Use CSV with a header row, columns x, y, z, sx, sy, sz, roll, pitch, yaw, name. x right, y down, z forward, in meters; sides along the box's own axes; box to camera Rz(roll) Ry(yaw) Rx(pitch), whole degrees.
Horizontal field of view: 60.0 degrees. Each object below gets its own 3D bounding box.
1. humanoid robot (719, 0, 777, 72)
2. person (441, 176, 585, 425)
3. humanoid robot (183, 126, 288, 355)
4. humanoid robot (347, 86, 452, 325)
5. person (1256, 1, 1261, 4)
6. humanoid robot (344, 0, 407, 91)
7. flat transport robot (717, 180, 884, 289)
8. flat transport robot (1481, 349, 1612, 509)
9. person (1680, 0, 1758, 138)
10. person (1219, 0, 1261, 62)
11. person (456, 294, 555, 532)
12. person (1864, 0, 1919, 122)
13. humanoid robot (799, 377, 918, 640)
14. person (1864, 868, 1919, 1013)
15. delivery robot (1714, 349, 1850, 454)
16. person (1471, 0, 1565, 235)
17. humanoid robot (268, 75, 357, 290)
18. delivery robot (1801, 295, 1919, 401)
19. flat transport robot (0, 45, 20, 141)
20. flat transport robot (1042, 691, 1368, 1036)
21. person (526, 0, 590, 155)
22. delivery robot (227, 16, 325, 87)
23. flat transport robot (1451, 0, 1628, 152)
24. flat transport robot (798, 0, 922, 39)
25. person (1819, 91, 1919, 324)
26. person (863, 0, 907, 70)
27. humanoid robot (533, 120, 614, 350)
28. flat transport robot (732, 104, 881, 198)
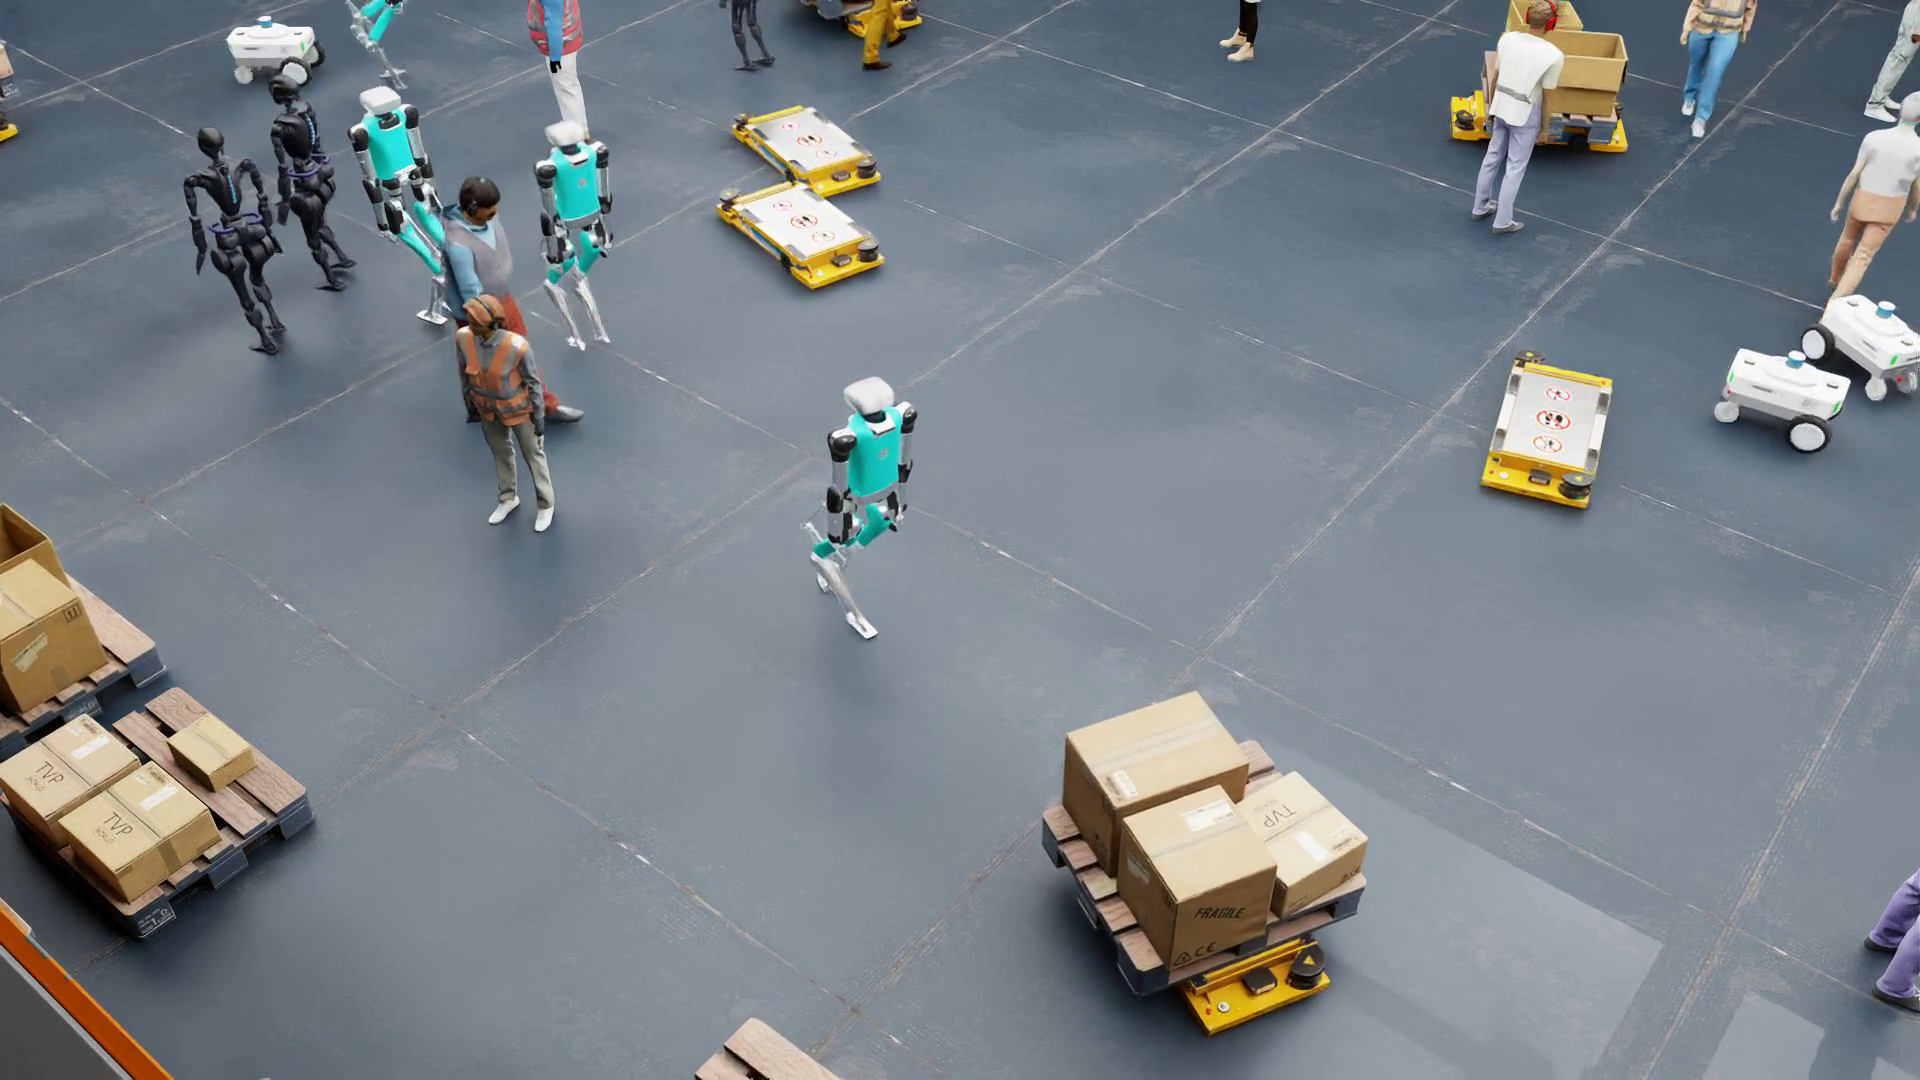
x,y,z,sx,sy,sz,roll,pitch,yaw,name
-1.916,-5.023,14.916,0.397,1.650,0.612,16,43,18,humanoid robot
-2.952,-1.502,10.634,0.941,1.820,0.554,14,42,16,person
-4.963,-2.043,11.393,0.342,1.651,0.603,32,50,32,humanoid robot
-3.713,-2.255,11.536,0.707,1.726,0.531,26,47,27,humanoid robot
3.040,-6.148,16.089,0.575,1.850,0.846,1,40,1,person
-5.152,-4.834,14.643,0.774,1.775,0.558,-12,42,-14,humanoid robot
-1.254,-2.411,12.915,0.659,0.231,1.431,-25,46,-27,flat transport robot
3.889,-0.751,10.961,0.659,0.231,1.431,15,43,17,flat transport robot
6.376,-4.296,14.034,0.517,1.673,0.811,16,43,18,person
2.621,-5.211,15.104,0.318,1.696,0.534,-3,40,-4,person
-2.702,-0.761,9.916,0.514,1.636,0.313,12,42,13,person
8.187,-4.429,14.160,0.340,1.735,0.485,18,44,20,person
-0.647,-0.206,9.254,0.546,1.863,0.830,-28,48,-29,humanoid robot
4.424,1.358,7.275,0.391,1.836,0.559,11,42,12,person
5.465,-0.960,10.998,0.805,0.609,0.499,22,45,24,delivery robot
4.224,-3.206,12.644,0.396,1.836,0.558,-23,46,-25,person
-4.715,-2.550,11.992,0.320,1.653,0.602,8,41,9,humanoid robot
6.277,-1.371,11.477,0.499,0.602,0.801,-12,42,-14,delivery robot
-8.884,-3.602,14.316,1.431,0.231,0.659,20,44,22,flat transport robot
1.134,1.691,8.088,0.659,0.231,1.431,-16,43,-18,flat transport robot
-3.307,-4.077,13.672,0.429,1.830,0.637,-5,41,-6,person
-6.199,-4.440,15.091,0.797,0.608,0.499,0,40,0,delivery robot
4.985,-3.619,14.335,1.431,0.231,0.659,7,41,8,flat transport robot
-1.039,-5.305,16.319,0.659,0.231,1.431,-24,46,-26,flat transport robot
6.534,-2.403,11.792,0.490,1.699,0.875,31,49,31,person
-0.681,-5.174,15.064,0.554,1.697,0.793,29,48,30,person
-2.691,-2.079,11.395,0.541,1.799,0.680,-31,49,-31,humanoid robot
-1.301,-3.282,13.939,0.659,0.231,1.431,-22,45,-24,flat transport robot
